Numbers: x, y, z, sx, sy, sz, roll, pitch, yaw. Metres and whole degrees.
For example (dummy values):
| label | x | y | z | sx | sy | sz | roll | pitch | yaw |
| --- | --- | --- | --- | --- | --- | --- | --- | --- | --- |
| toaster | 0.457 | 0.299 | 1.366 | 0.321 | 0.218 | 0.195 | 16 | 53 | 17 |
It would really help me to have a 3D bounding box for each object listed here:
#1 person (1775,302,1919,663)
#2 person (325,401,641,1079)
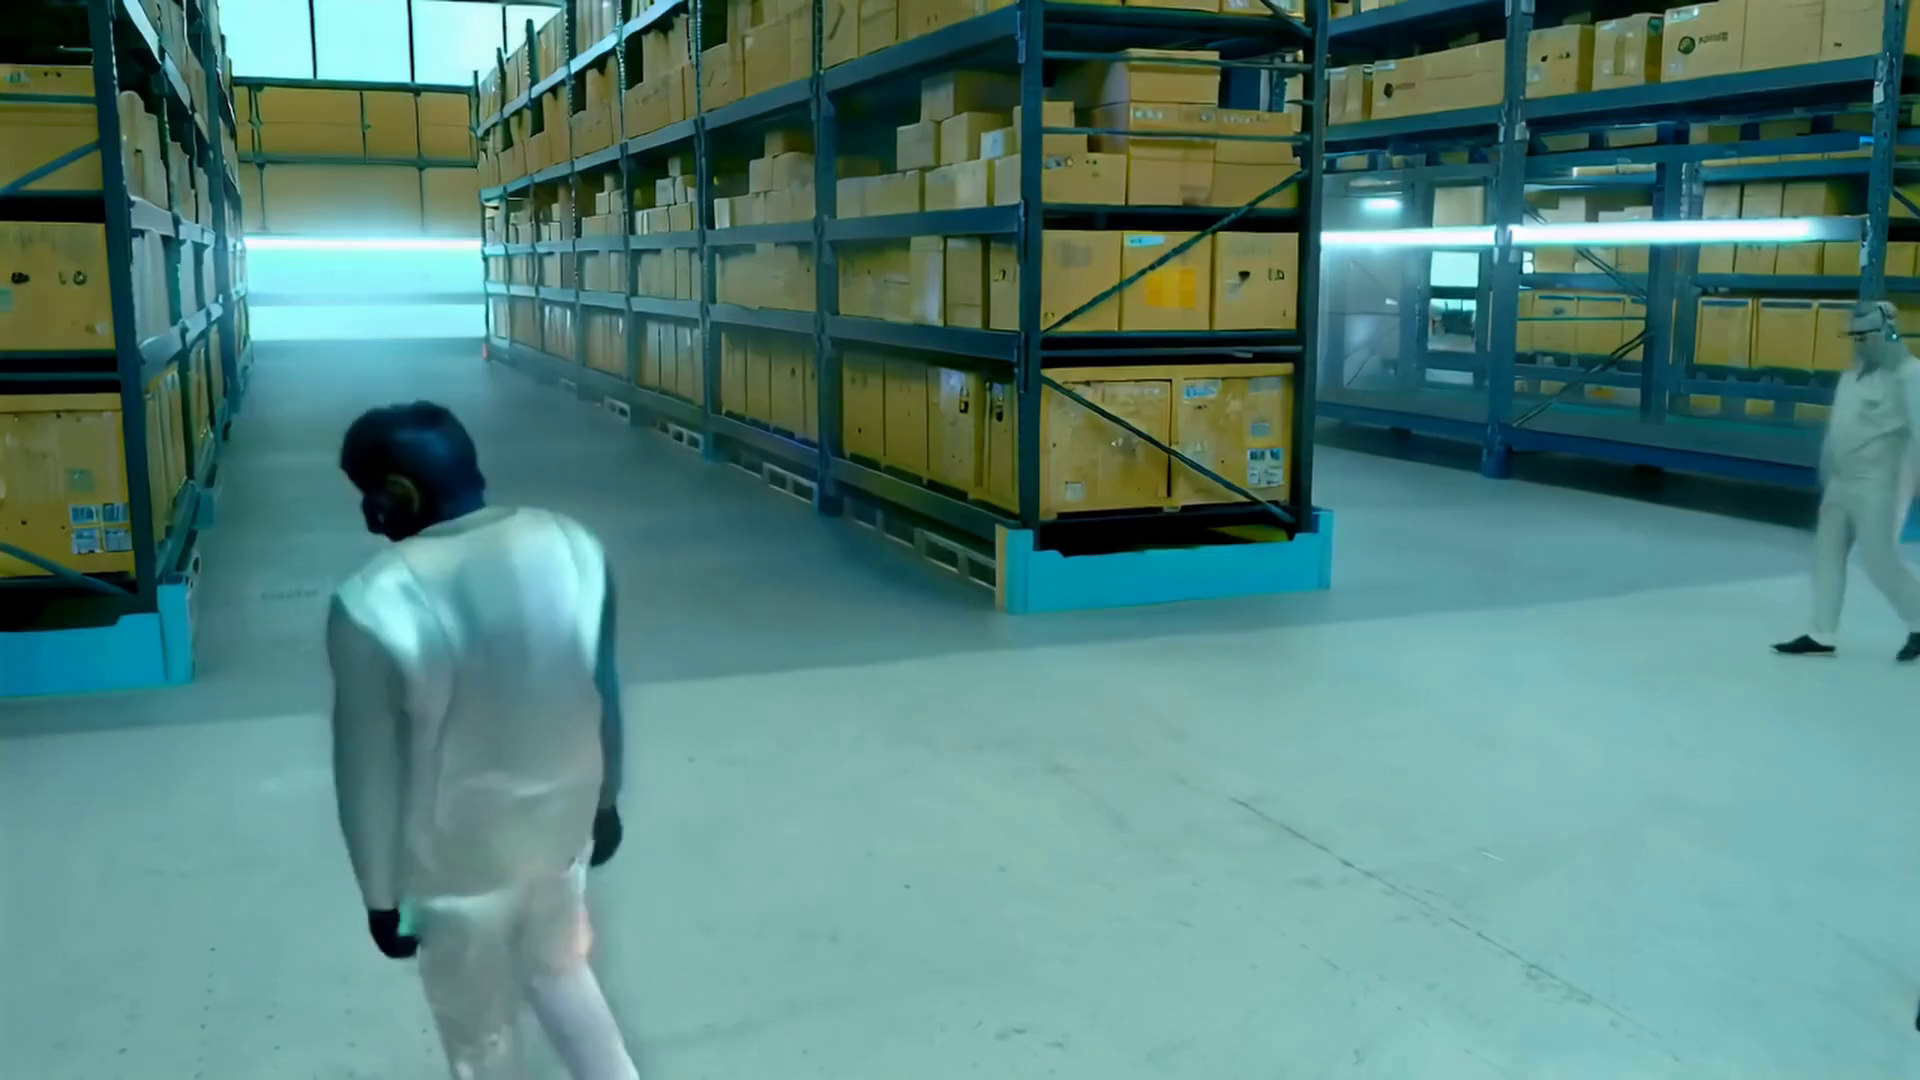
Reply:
| label | x | y | z | sx | sy | sz | roll | pitch | yaw |
| --- | --- | --- | --- | --- | --- | --- | --- | --- | --- |
| person | 4.722 | -0.286 | 8.617 | 0.788 | 1.871 | 0.739 | -1 | 10 | -9 |
| person | -0.923 | 0.622 | 3.336 | 0.548 | 1.812 | 0.658 | 9 | 13 | 43 |
